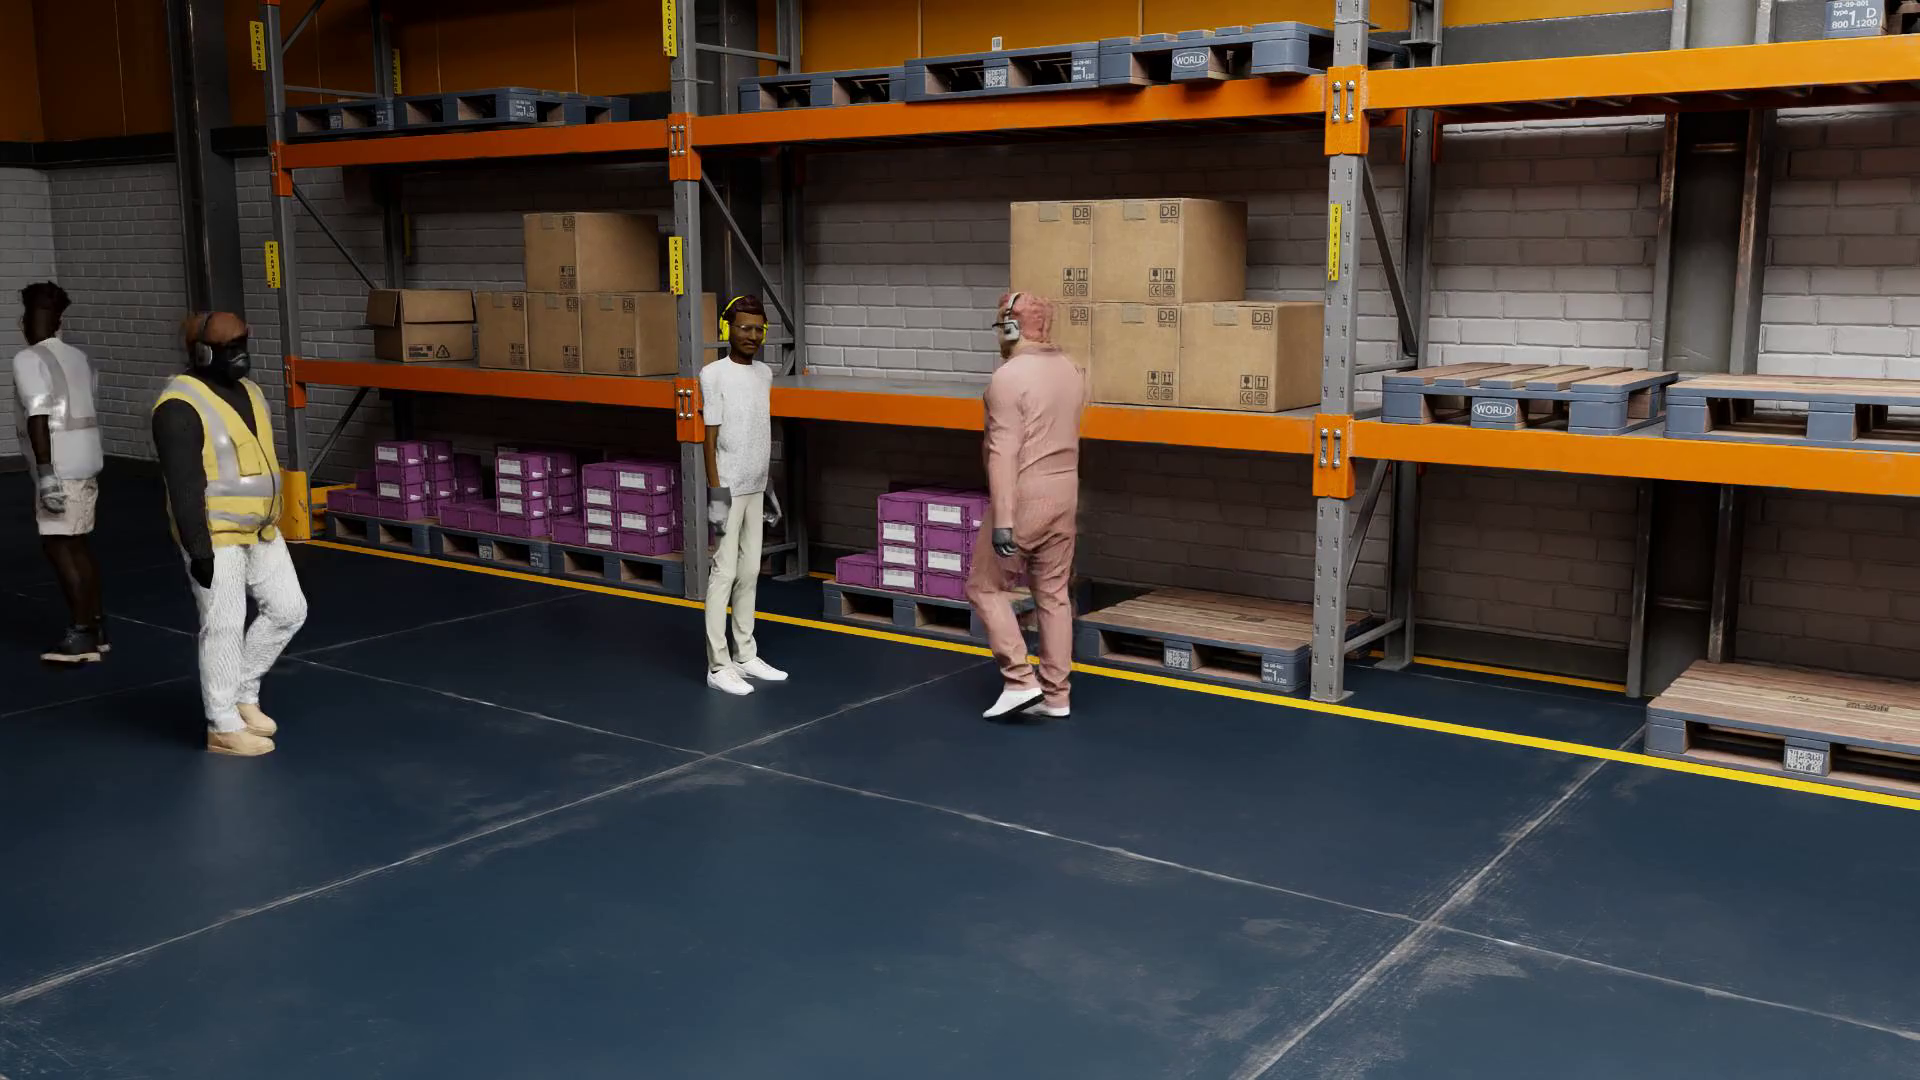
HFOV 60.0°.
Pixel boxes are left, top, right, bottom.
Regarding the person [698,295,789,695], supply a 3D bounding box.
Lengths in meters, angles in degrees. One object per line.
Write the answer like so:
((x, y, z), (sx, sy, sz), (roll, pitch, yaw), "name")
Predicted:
((-1.019, -0.215, 7.869), (0.335, 1.859, 0.521), (5, 11, 29), "person")

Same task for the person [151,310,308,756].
((-2.974, -0.018, 6.785), (0.457, 1.824, 0.649), (2, 10, 9), "person")

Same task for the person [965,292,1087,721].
((0.306, -0.132, 7.294), (0.458, 1.889, 0.668), (8, 12, 39), "person")

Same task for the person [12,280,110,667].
((-4.563, -0.343, 8.440), (0.443, 1.922, 0.765), (-1, 10, -4), "person")
